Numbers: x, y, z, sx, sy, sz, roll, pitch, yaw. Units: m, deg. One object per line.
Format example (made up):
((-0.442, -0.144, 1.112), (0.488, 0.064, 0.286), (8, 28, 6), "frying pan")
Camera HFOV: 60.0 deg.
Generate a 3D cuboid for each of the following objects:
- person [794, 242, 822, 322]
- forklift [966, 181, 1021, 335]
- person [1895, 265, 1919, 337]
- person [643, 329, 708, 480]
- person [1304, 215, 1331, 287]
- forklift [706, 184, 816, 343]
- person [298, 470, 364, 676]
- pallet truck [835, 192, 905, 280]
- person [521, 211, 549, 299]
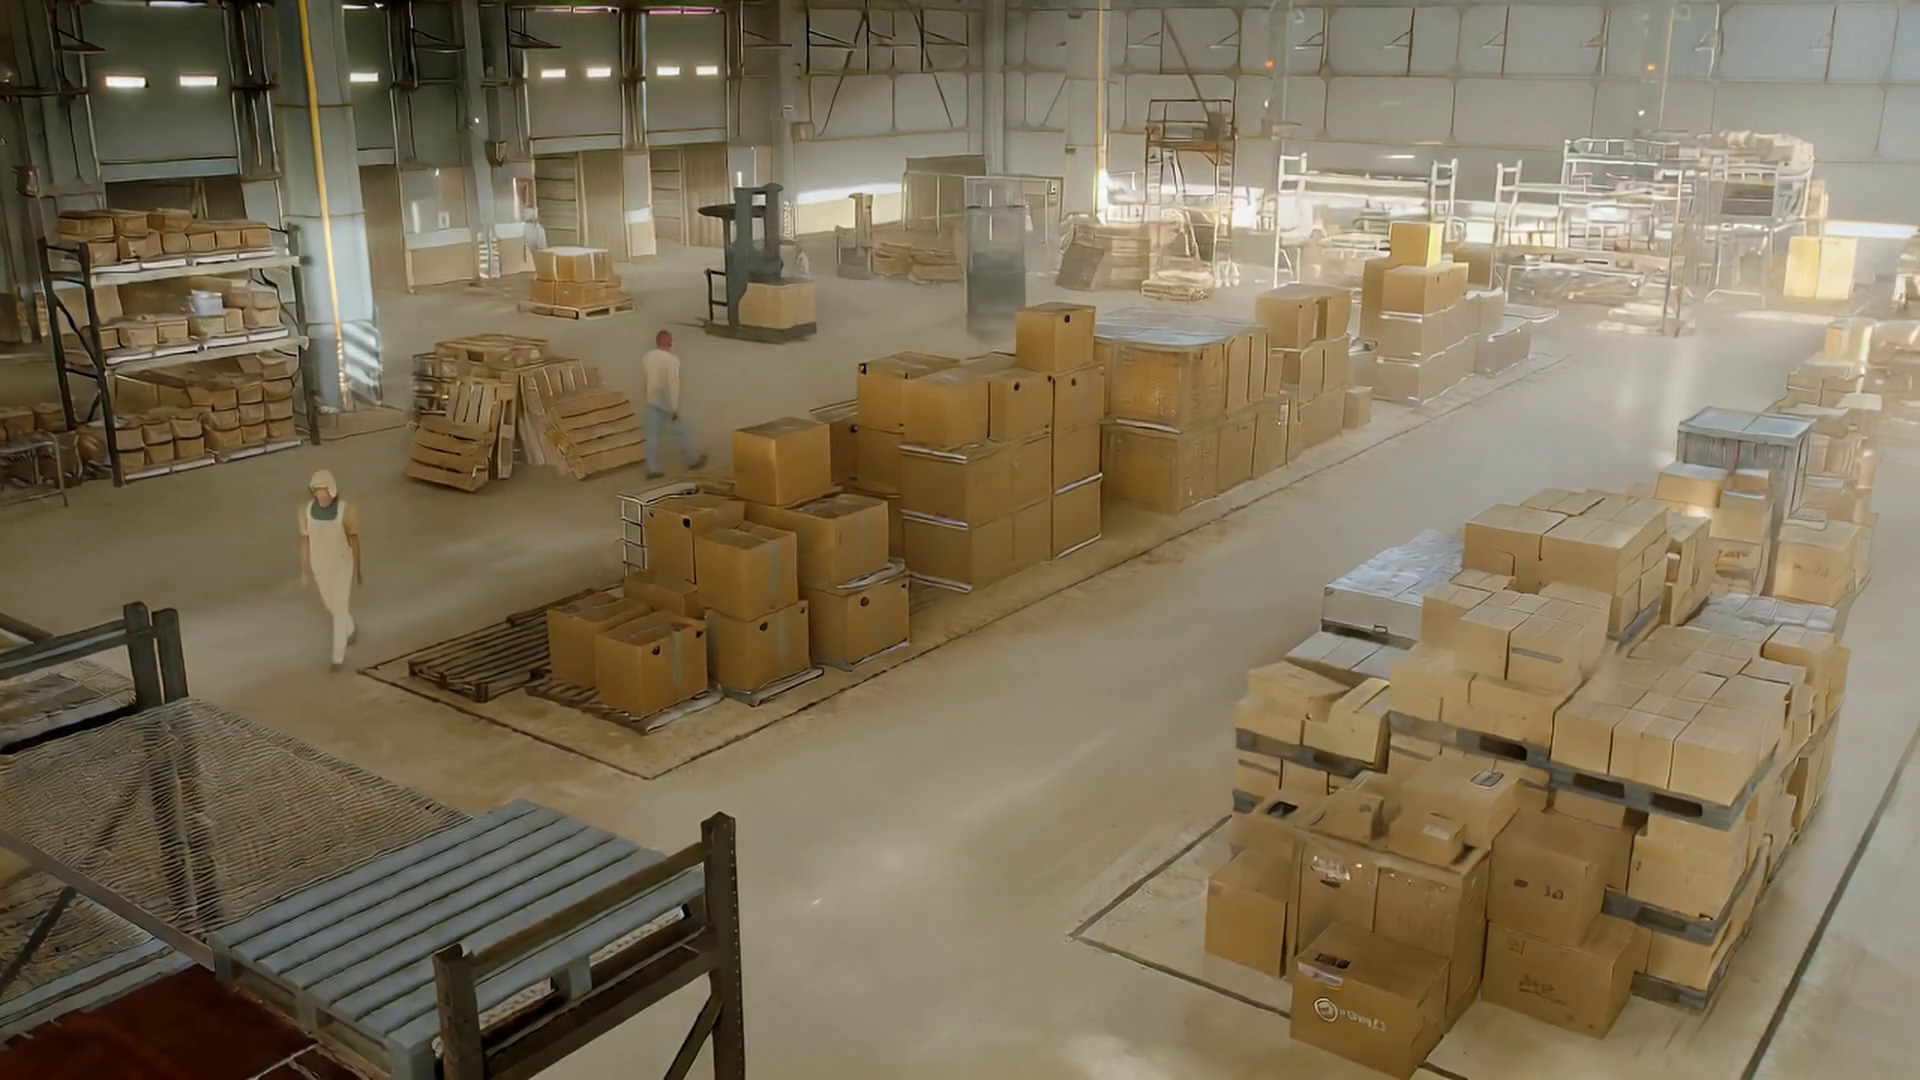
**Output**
((-3.026, -5.018, 32.514), (0.578, 1.627, 0.519), (2, 17, 6), "person")
((0.691, -5.441, 31.791), (1.129, 2.768, 1.873), (0, 17, 0), "forklift")
((16.096, -3.754, 27.960), (0.609, 1.869, 1.052), (15, 22, 41), "person")
((-3.694, -1.760, 21.274), (0.627, 1.889, 0.978), (11, 20, 33), "person")
((7.389, -5.827, 34.744), (0.685, 1.897, 0.677), (0, 17, 0), "person")
((-3.717, -5.181, 30.929), (1.873, 2.768, 1.129), (12, 21, 35), "forklift")
((-5.599, 0.223, 14.866), (0.521, 1.813, 0.917), (-1, 17, -2), "person")
((-1.936, -7.159, 38.982), (1.885, 1.965, 0.823), (-12, 21, -34), "pallet truck")
((-9.167, -6.157, 35.907), (0.553, 1.869, 0.982), (6, 18, 18), "person")
